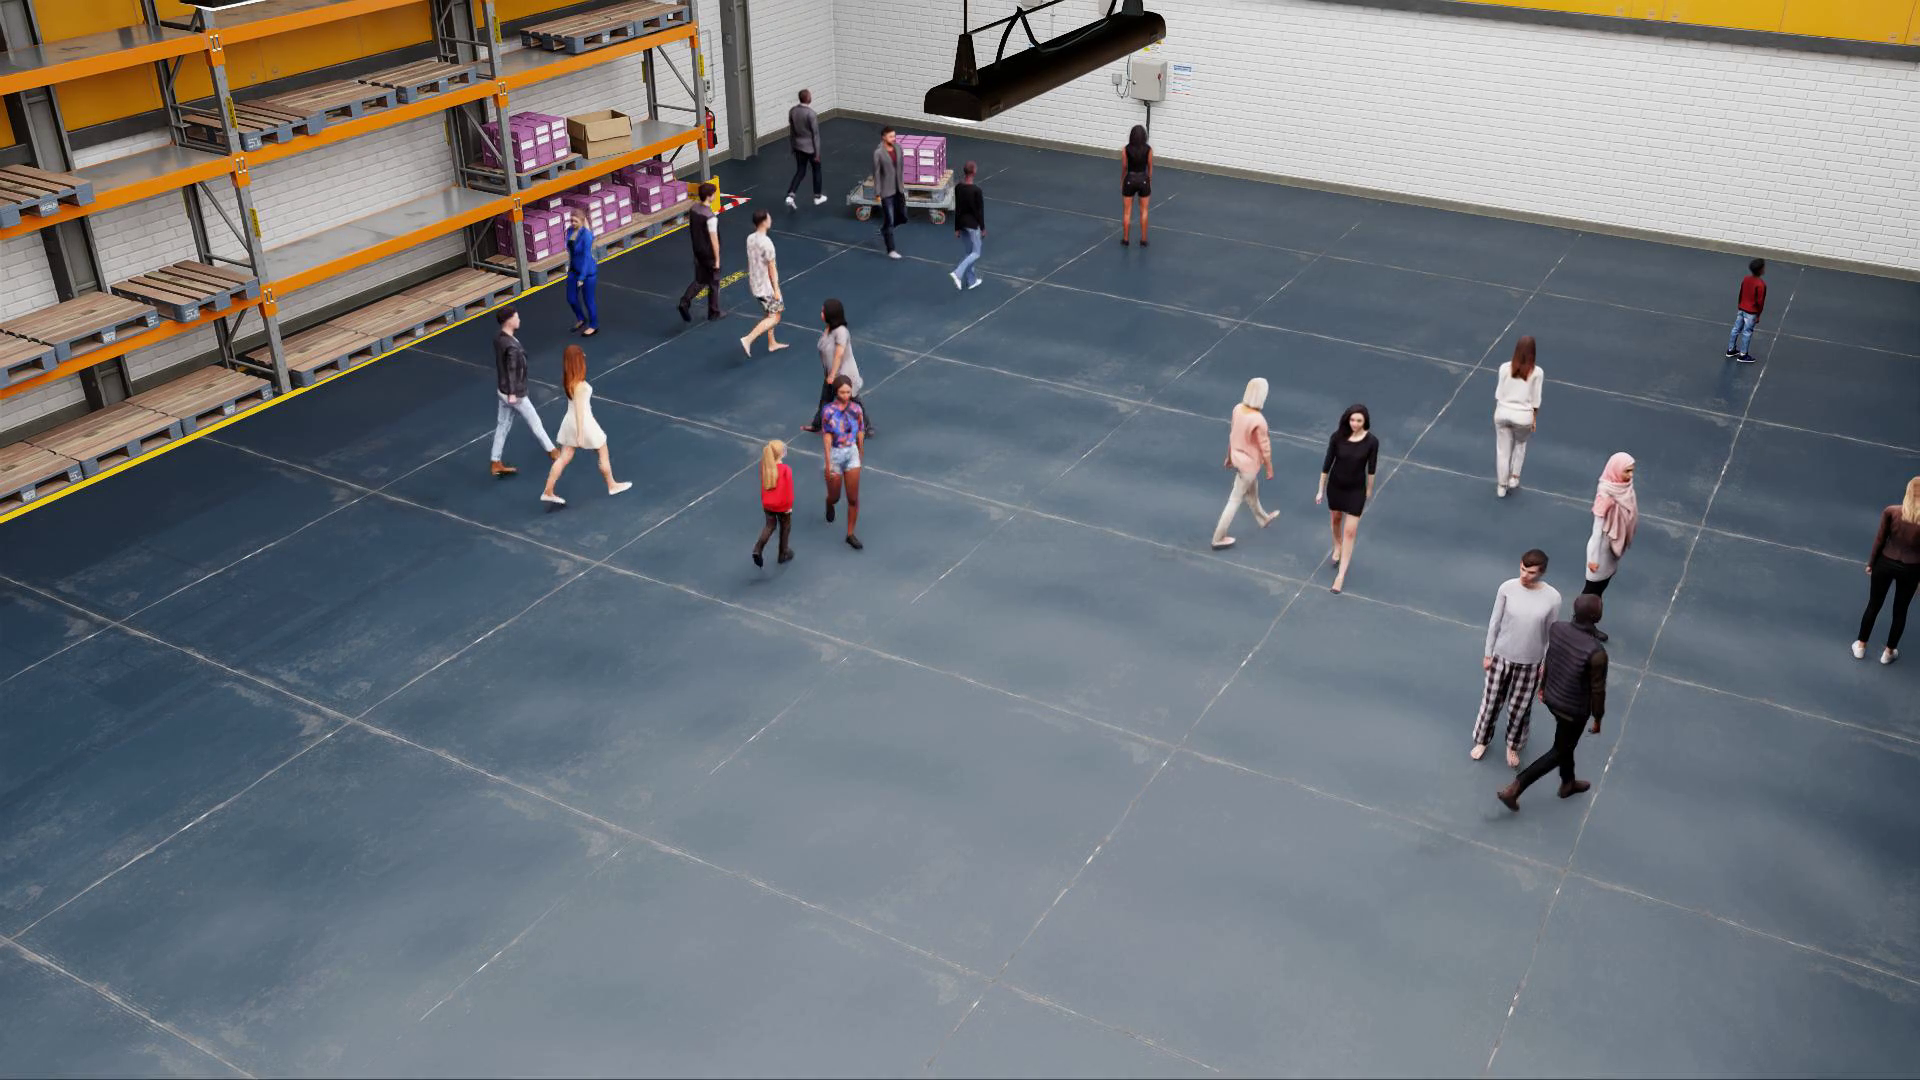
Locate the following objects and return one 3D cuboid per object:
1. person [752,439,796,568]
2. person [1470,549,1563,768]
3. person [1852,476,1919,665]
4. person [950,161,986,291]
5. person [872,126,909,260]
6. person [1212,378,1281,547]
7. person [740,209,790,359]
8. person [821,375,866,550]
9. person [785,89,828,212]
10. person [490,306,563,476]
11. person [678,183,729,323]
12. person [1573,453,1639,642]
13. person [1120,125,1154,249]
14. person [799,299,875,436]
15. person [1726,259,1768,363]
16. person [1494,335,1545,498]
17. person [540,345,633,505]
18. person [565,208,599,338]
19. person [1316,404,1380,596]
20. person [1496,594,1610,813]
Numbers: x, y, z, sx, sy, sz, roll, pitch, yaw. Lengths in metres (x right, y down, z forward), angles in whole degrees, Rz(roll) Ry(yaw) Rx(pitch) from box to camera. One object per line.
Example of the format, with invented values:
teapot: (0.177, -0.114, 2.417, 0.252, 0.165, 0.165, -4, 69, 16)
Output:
person: (-1.727, -0.309, 15.431, 0.497, 1.266, 0.749, 13, 31, 22)
person: (4.238, 0.878, 12.650, 0.657, 1.847, 0.575, 11, 31, 19)
person: (7.868, 0.248, 13.956, 0.610, 1.702, 0.510, 17, 33, 28)
person: (0.084, -4.093, 21.882, 0.677, 1.732, 0.942, 20, 34, 32)
person: (-1.010, -4.862, 23.164, 0.925, 1.855, 0.920, -23, 36, -35)
person: (2.628, -0.695, 15.704, 1.159, 1.684, 0.983, -14, 32, -24)
person: (-2.394, -3.038, 19.879, 1.057, 1.799, 0.914, -18, 33, -30)
person: (-1.148, -0.771, 15.797, 0.915, 1.728, 0.933, -11, 31, -20)
person: (-2.371, -5.843, 25.032, 0.751, 1.788, 1.112, 17, 33, 28)
person: (-4.661, -1.479, 17.022, 1.230, 1.799, 0.969, -19, 34, -31)
person: (-3.249, -3.551, 20.794, 0.812, 1.823, 1.031, 23, 36, 36)
person: (5.489, 0.081, 14.155, 0.625, 1.803, 0.762, -24, 37, -37)
person: (2.496, -5.016, 23.565, 0.670, 1.741, 0.666, 1, 29, 1)
person: (-1.209, -1.816, 17.878, 1.107, 1.569, 1.019, -9, 30, -16)
person: (9.463, -2.767, 19.950, 0.634, 1.256, 0.581, -9, 30, -16)
person: (5.546, -1.210, 16.657, 0.649, 1.674, 0.705, 10, 30, 17)
person: (-3.856, -1.103, 16.465, 1.228, 1.671, 0.900, -18, 33, -30)
person: (-4.561, -3.297, 20.486, 0.705, 1.672, 0.654, 24, 37, 37)
person: (3.534, -0.445, 15.169, 0.713, 1.756, 1.139, 12, 31, 20)
person: (4.348, 1.215, 12.074, 1.261, 1.806, 1.150, -10, 30, -18)
